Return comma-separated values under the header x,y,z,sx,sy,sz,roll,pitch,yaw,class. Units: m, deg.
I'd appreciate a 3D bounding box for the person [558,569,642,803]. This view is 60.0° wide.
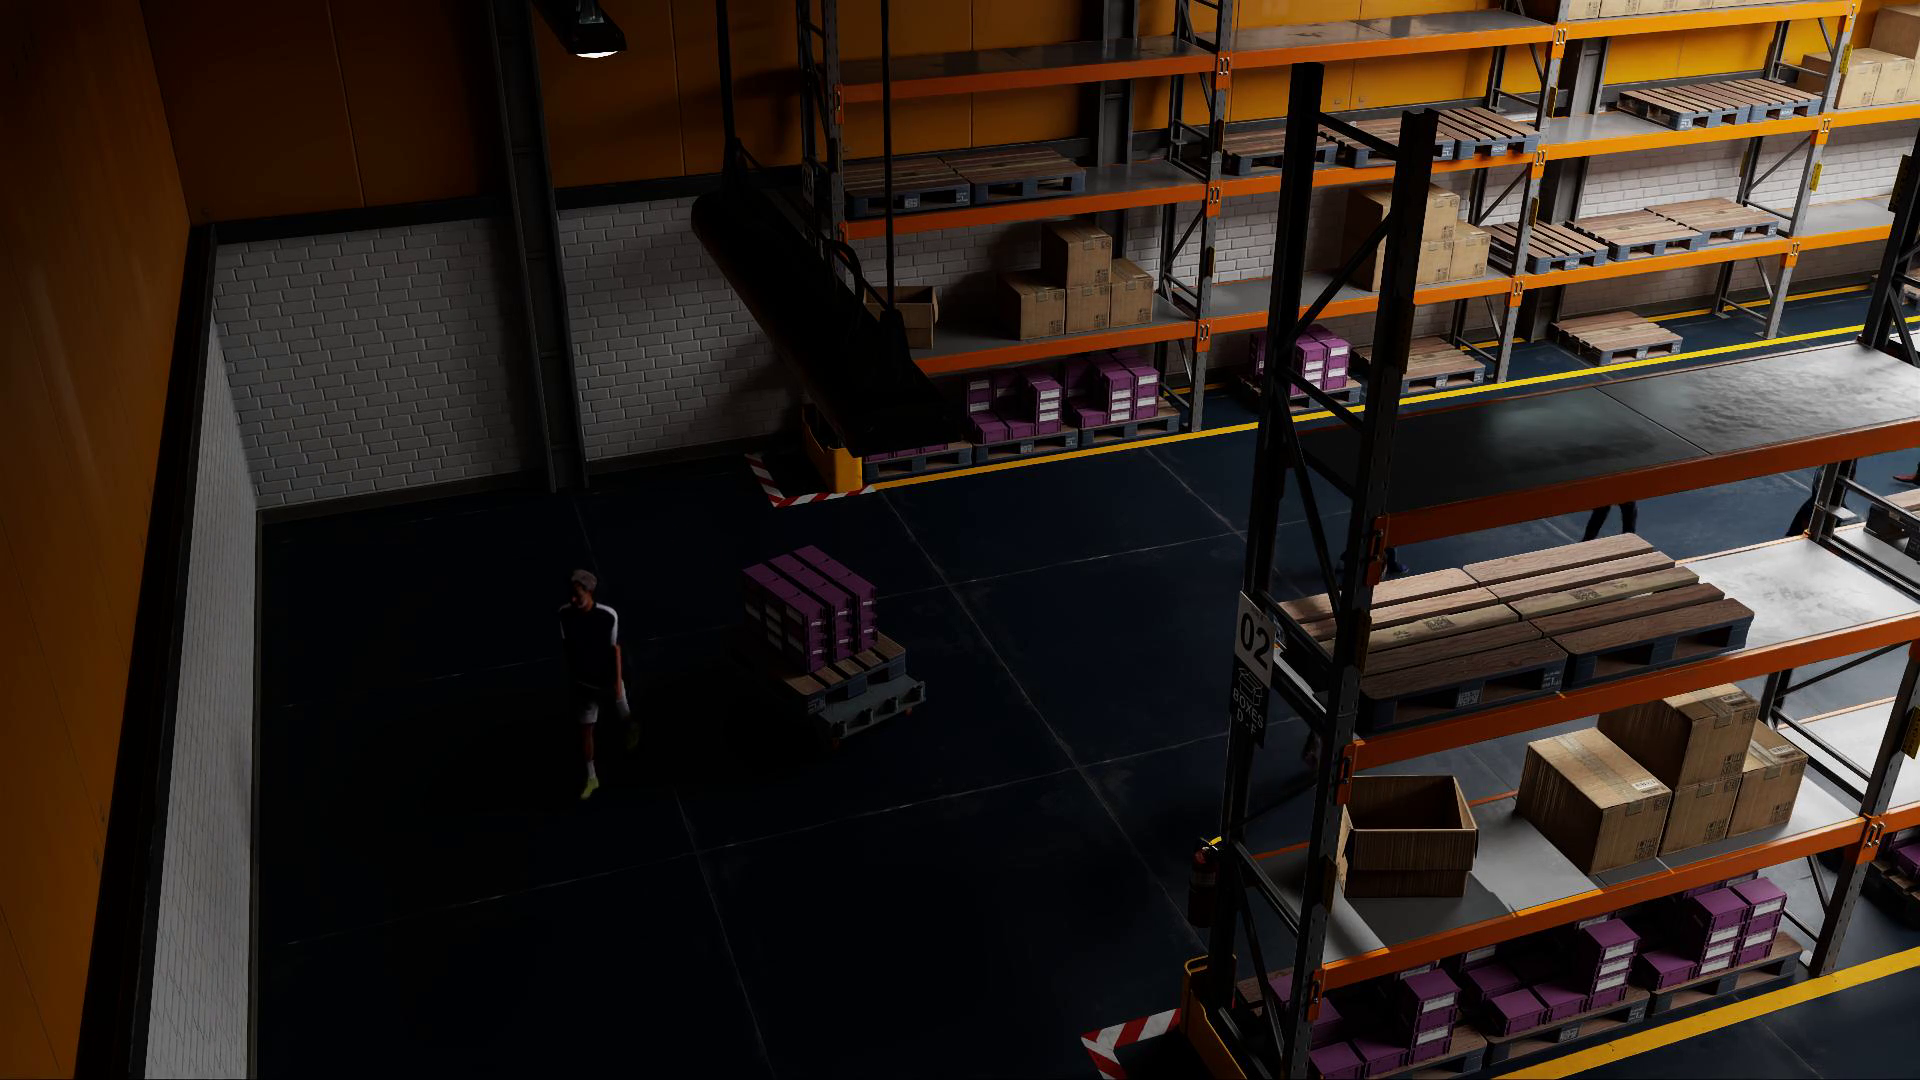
x,y,z,sx,sy,sz,roll,pitch,yaw,class
-2.680,0.989,12.445,1.174,1.807,1.040,3,29,6,person

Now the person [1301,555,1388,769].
x,y,z,sx,sy,sz,roll,pitch,yaw,class
2.930,0.935,12.543,1.207,1.809,0.947,-25,37,-37,person
